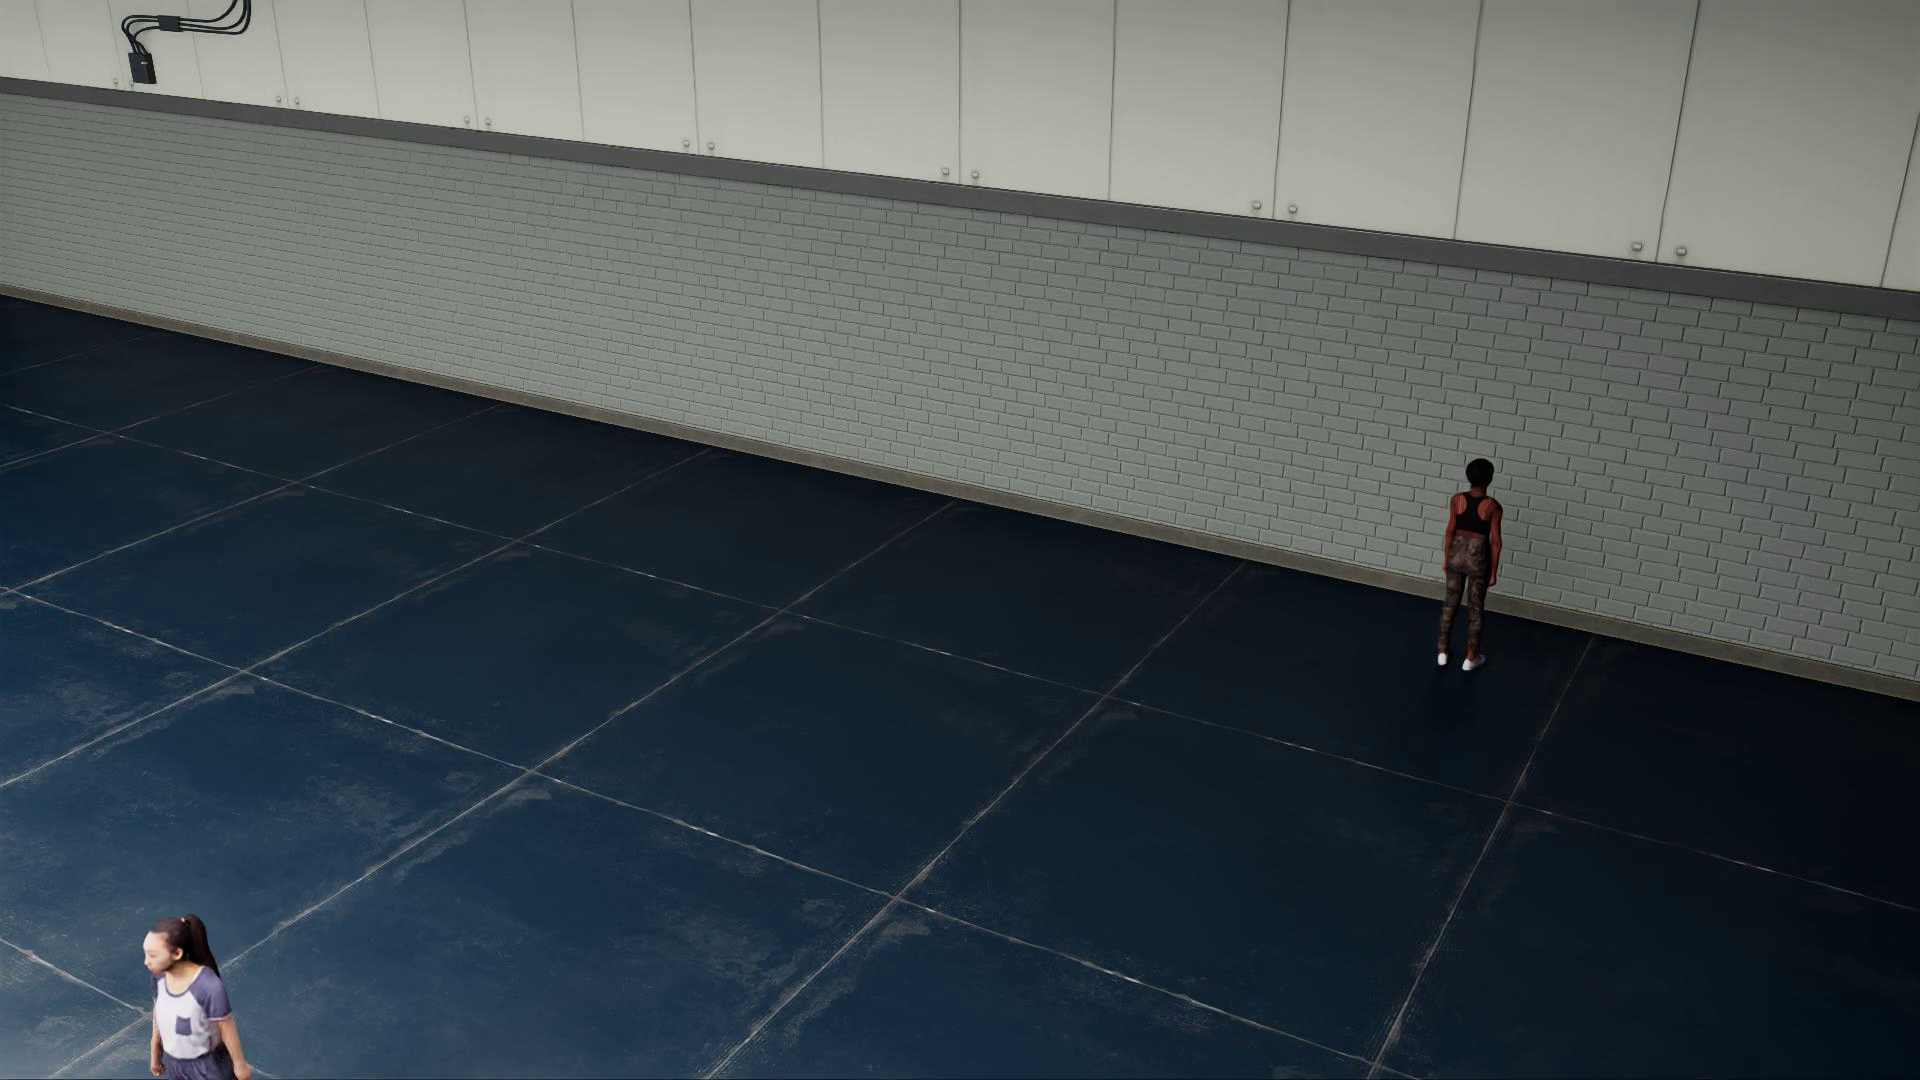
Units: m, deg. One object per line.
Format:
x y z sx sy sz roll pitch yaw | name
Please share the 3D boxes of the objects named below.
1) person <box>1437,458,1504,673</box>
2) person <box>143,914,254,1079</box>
3.907 0.177 12.770 0.591 1.700 0.526 15 27 31 | person
-3.394 2.396 7.662 0.662 1.613 1.019 15 27 31 | person
